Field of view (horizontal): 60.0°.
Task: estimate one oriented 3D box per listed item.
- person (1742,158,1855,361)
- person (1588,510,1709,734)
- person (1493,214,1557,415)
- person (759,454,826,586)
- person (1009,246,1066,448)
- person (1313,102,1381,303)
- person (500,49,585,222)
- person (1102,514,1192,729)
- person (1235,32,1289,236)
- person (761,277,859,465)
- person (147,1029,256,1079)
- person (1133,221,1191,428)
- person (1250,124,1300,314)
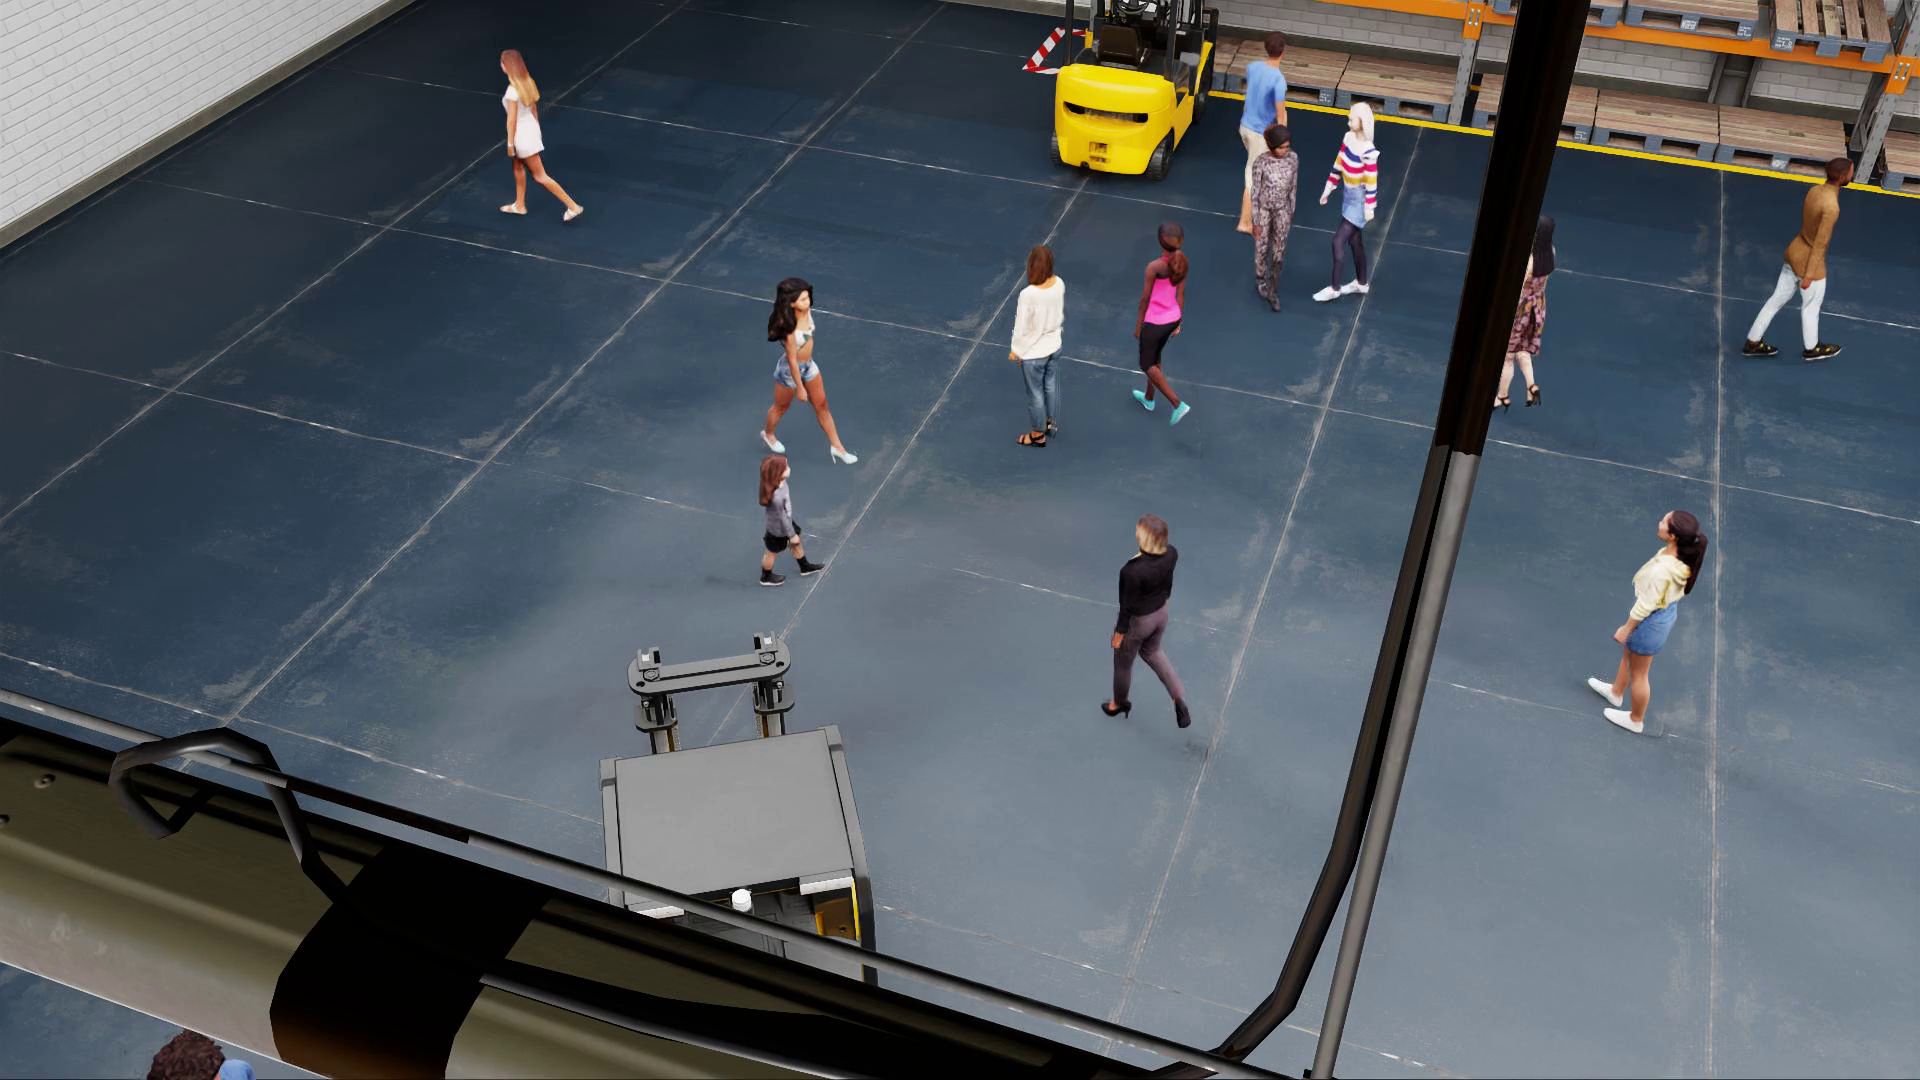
[{"bbox_3d":[6.814,-2.262,13.572,1.091,1.788,0.888,0,39,0],"label":"person"},{"bbox_3d":[4.285,0.506,10.230,0.784,1.633,0.831,-32,48,-33],"label":"person"},{"bbox_3d":[4.417,-1.692,12.875,0.811,1.767,0.908,-29,47,-31],"label":"person"},{"bbox_3d":[-1.303,-0.124,11.455,0.750,1.089,0.612,0,39,0],"label":"person"},{"bbox_3d":[0.621,-1.456,12.649,0.718,1.680,0.727,-31,48,-33],"label":"person"},{"bbox_3d":[3.521,-2.929,14.411,0.943,1.783,0.860,-8,39,-9],"label":"person"},{"bbox_3d":[-3.962,-3.716,15.498,1.136,1.657,0.686,7,39,9],"label":"person"},{"bbox_3d":[1.171,0.555,10.151,0.961,1.656,0.811,31,48,33],"label":"person"},{"bbox_3d":[2.707,-3.763,15.410,1.032,1.840,0.973,-13,40,-15],"label":"person"},{"bbox_3d":[-1.289,-1.240,12.463,1.028,1.574,0.610,15,41,18],"label":"person"},{"bbox_3d":[-3.205,2.743,7.299,0.893,1.796,0.713,10,40,12],"label":"person"},{"bbox_3d":[1.592,-1.631,12.851,0.890,1.701,1.027,-22,44,-25],"label":"person"},{"bbox_3d":[2.662,-2.853,14.395,0.815,1.685,0.826,-5,39,-6],"label":"person"}]
